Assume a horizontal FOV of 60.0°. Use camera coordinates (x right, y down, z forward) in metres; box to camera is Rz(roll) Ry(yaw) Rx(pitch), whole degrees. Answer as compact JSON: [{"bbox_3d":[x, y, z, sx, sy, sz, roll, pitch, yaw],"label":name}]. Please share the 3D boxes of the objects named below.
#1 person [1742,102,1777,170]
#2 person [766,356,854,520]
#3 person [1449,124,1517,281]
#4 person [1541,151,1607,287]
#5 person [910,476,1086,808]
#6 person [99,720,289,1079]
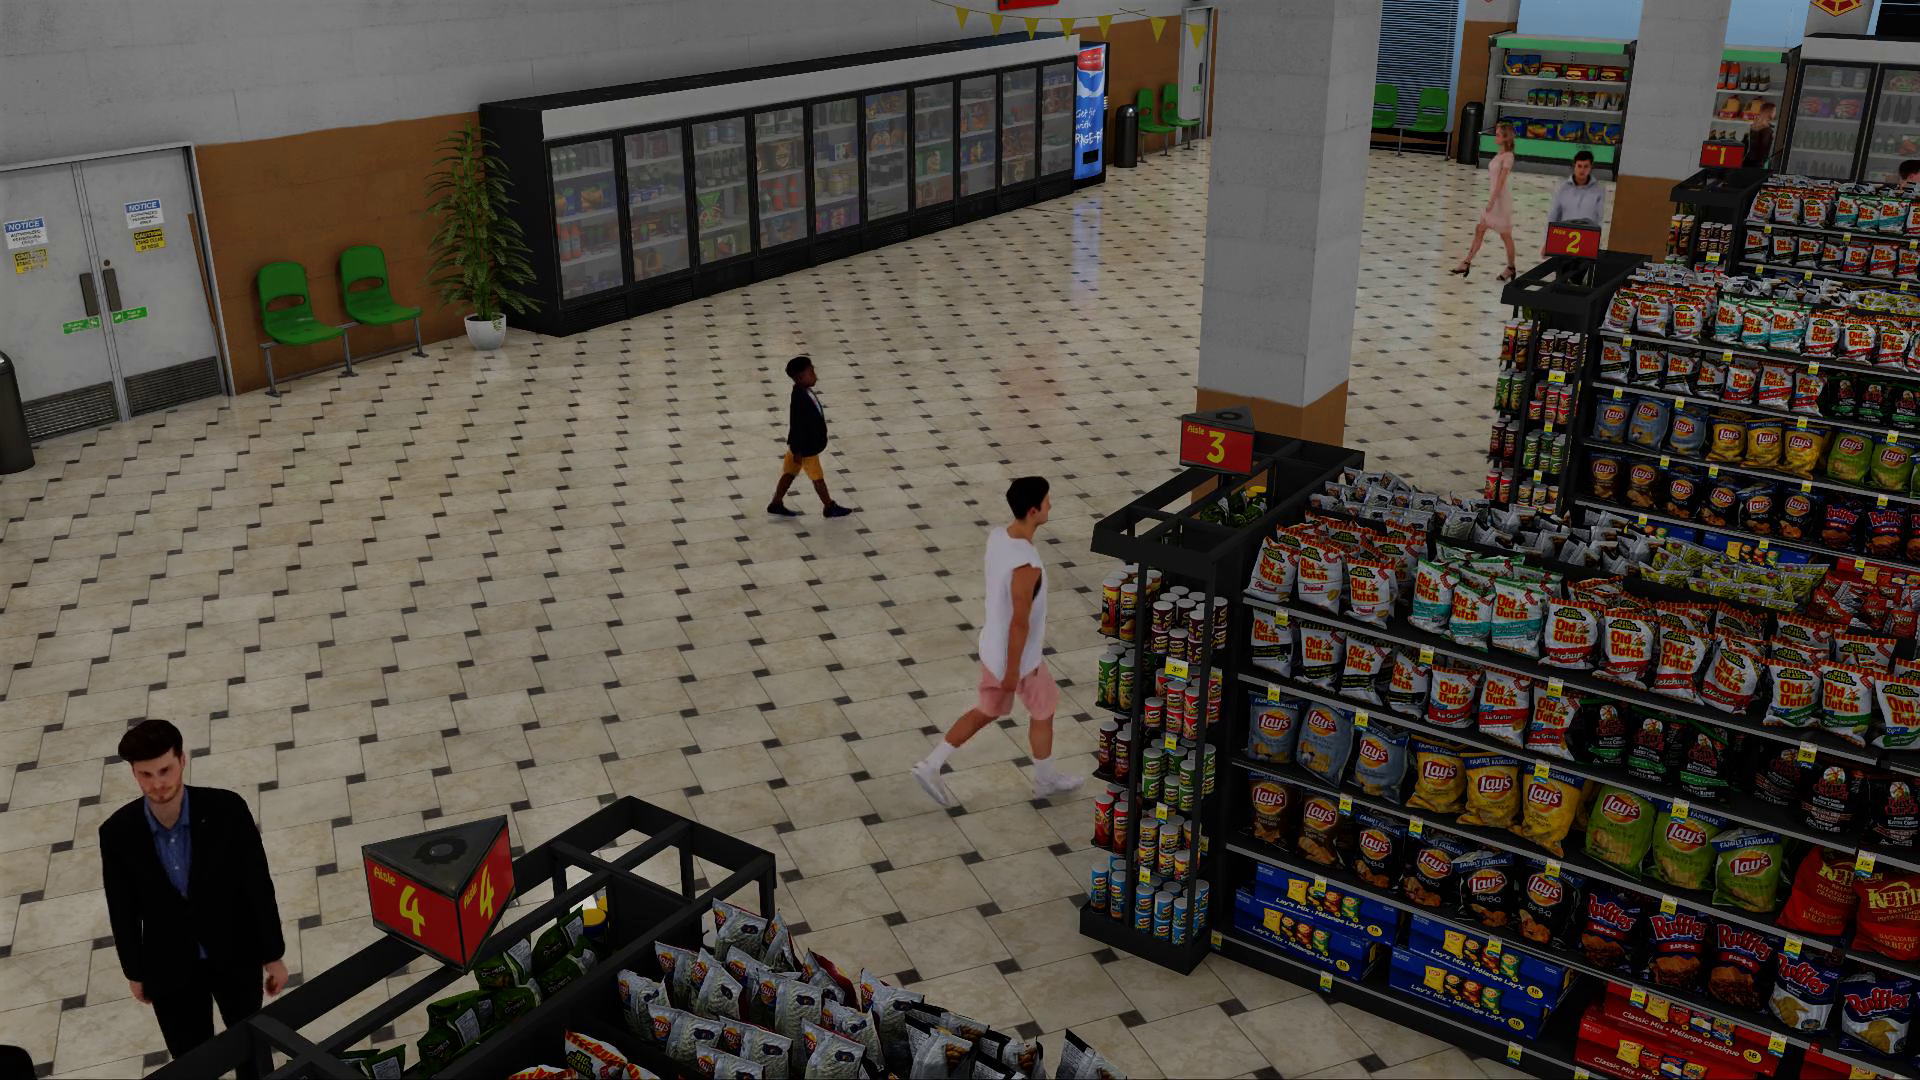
[{"bbox_3d":[10.411,-4.898,21.987,1.162,1.655,1.051,-2,22,-4],"label":"person"},{"bbox_3d":[-1.207,-0.717,12.136,0.923,1.243,0.845,-2,22,-6],"label":"person"},{"bbox_3d":[6.330,-3.854,19.205,1.084,1.792,0.920,0,22,1],"label":"person"},{"bbox_3d":[6.238,-2.995,16.966,1.251,1.868,0.999,8,23,18],"label":"person"},{"bbox_3d":[0.157,0.566,8.270,1.131,1.743,1.185,-8,23,-19],"label":"person"},{"bbox_3d":[-2.683,1.441,5.930,1.074,1.865,1.293,-10,24,-24],"label":"person"}]
